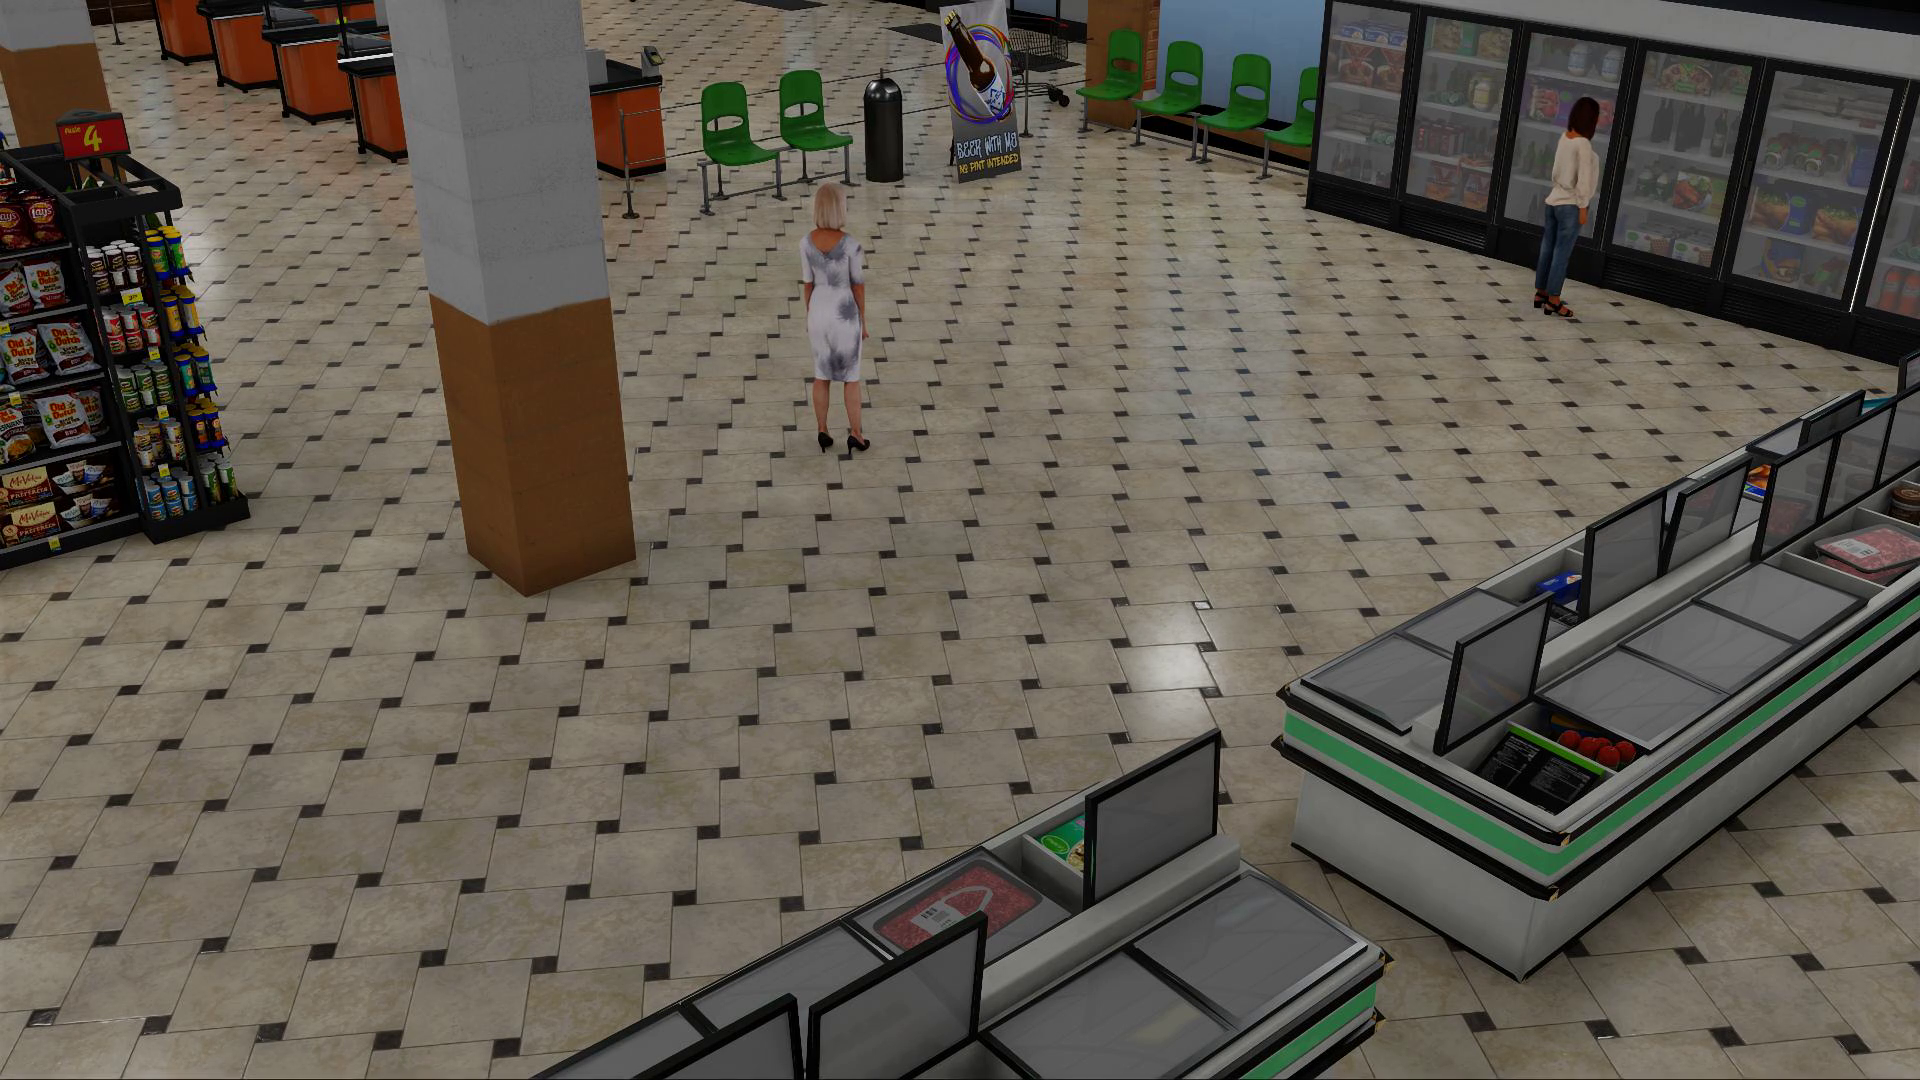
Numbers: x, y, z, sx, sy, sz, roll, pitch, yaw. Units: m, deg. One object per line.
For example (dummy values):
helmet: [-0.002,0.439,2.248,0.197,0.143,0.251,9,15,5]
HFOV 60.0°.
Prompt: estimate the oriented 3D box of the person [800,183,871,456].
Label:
person: [-0.780,-1.374,10.427,0.640,1.752,0.670,7,28,13]

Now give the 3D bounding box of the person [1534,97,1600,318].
person: [4.699,-2.587,12.899,0.721,1.679,0.701,-3,27,-5]
